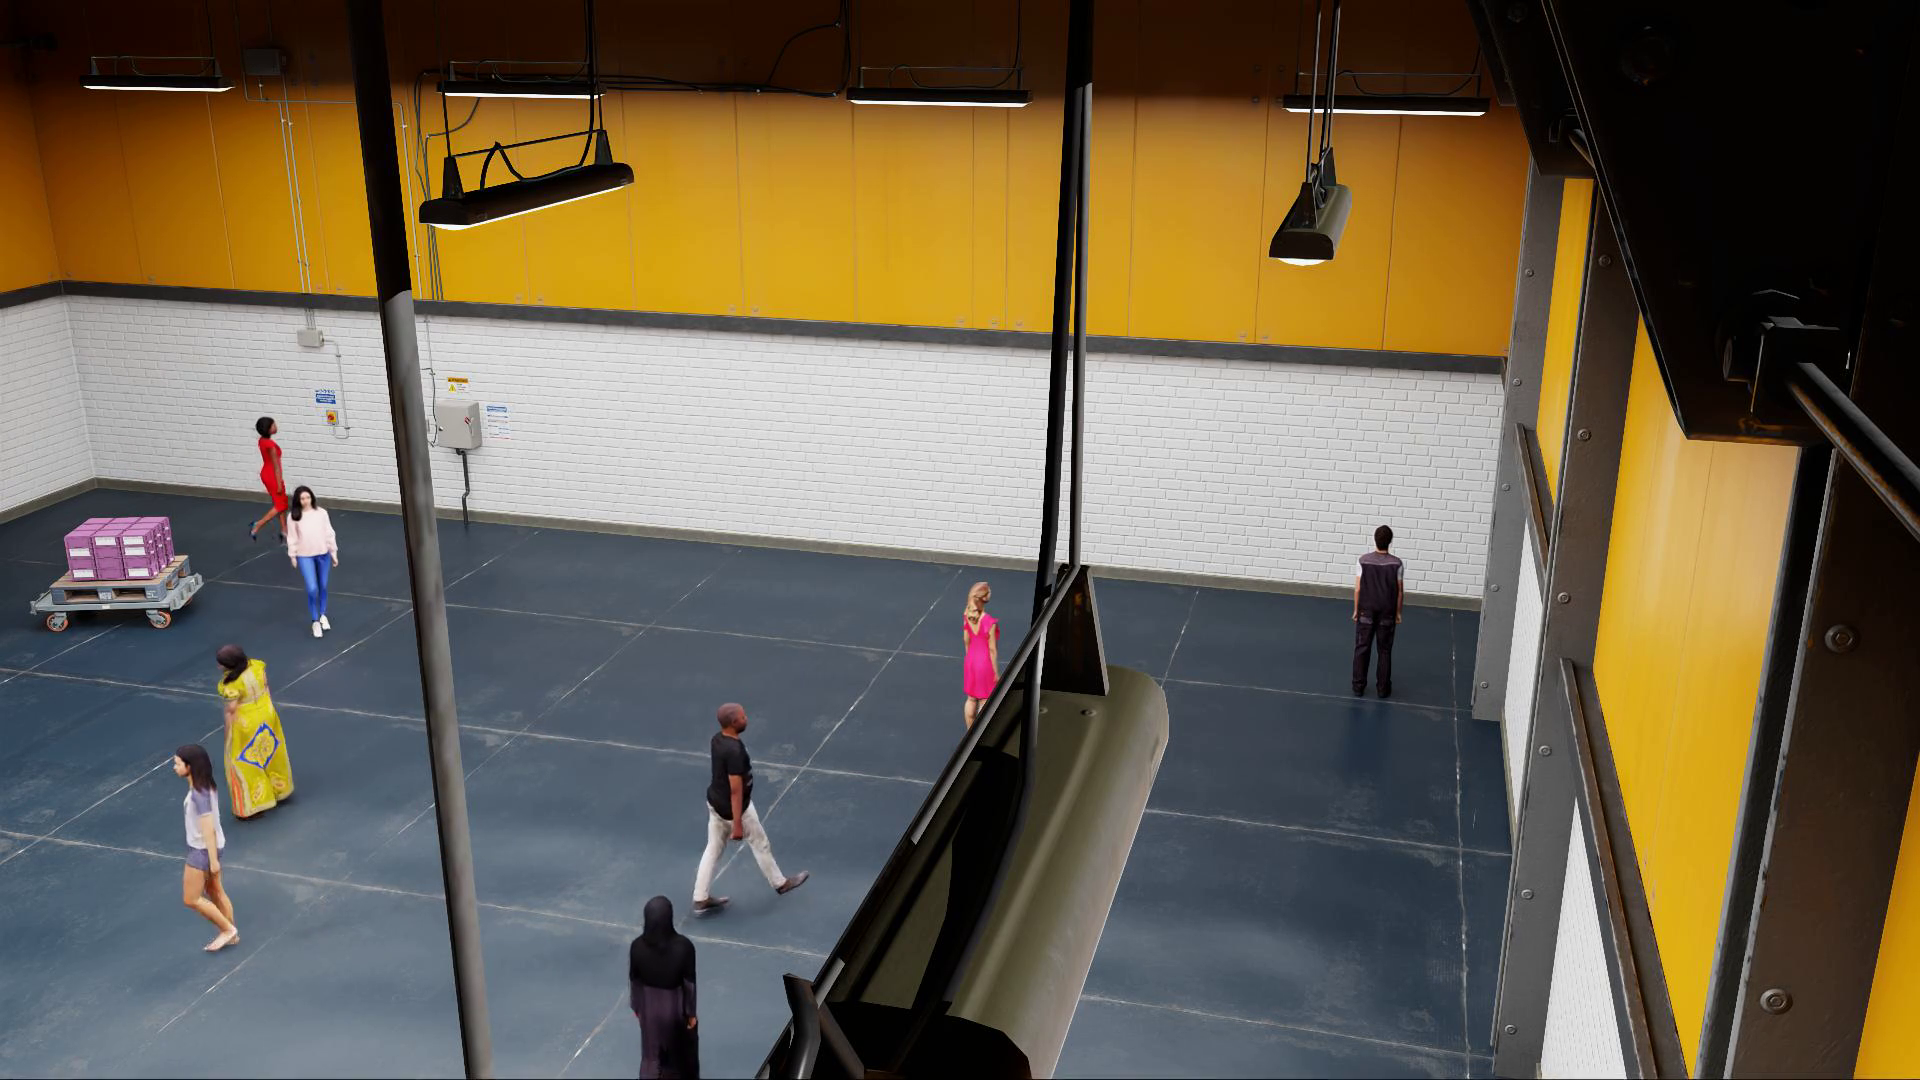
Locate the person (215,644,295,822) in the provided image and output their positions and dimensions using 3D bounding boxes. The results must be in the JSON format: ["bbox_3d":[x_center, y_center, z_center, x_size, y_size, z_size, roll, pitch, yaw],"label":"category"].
[{"bbox_3d":[-6.279,1.634,14.818,0.995,1.633,0.773,14,23,35],"label":"person"}]

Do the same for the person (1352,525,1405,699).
[{"bbox_3d":[4.305,0.734,17.151,0.634,1.849,0.544,5,19,14],"label":"person"}]

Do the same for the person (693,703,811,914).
[{"bbox_3d":[-1.882,2.152,13.099,1.239,1.749,1.199,-10,21,-27],"label":"person"}]

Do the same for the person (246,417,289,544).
[{"bbox_3d":[-9.038,-0.738,21.712,0.970,1.728,0.852,-16,24,-38],"label":"person"}]

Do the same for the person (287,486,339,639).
[{"bbox_3d":[-7.370,0.193,18.919,0.862,1.748,0.921,-13,22,-33],"label":"person"}]

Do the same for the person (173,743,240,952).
[{"bbox_3d":[-5.625,2.331,12.606,0.776,1.723,0.707,-9,21,-25],"label":"person"}]

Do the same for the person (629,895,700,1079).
[{"bbox_3d":[-1.918,3.044,10.688,0.763,1.596,1.117,1,19,2],"label":"person"}]

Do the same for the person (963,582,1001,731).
[{"bbox_3d":[0.188,1.215,15.914,0.702,1.728,0.670,-15,24,-38],"label":"person"}]
